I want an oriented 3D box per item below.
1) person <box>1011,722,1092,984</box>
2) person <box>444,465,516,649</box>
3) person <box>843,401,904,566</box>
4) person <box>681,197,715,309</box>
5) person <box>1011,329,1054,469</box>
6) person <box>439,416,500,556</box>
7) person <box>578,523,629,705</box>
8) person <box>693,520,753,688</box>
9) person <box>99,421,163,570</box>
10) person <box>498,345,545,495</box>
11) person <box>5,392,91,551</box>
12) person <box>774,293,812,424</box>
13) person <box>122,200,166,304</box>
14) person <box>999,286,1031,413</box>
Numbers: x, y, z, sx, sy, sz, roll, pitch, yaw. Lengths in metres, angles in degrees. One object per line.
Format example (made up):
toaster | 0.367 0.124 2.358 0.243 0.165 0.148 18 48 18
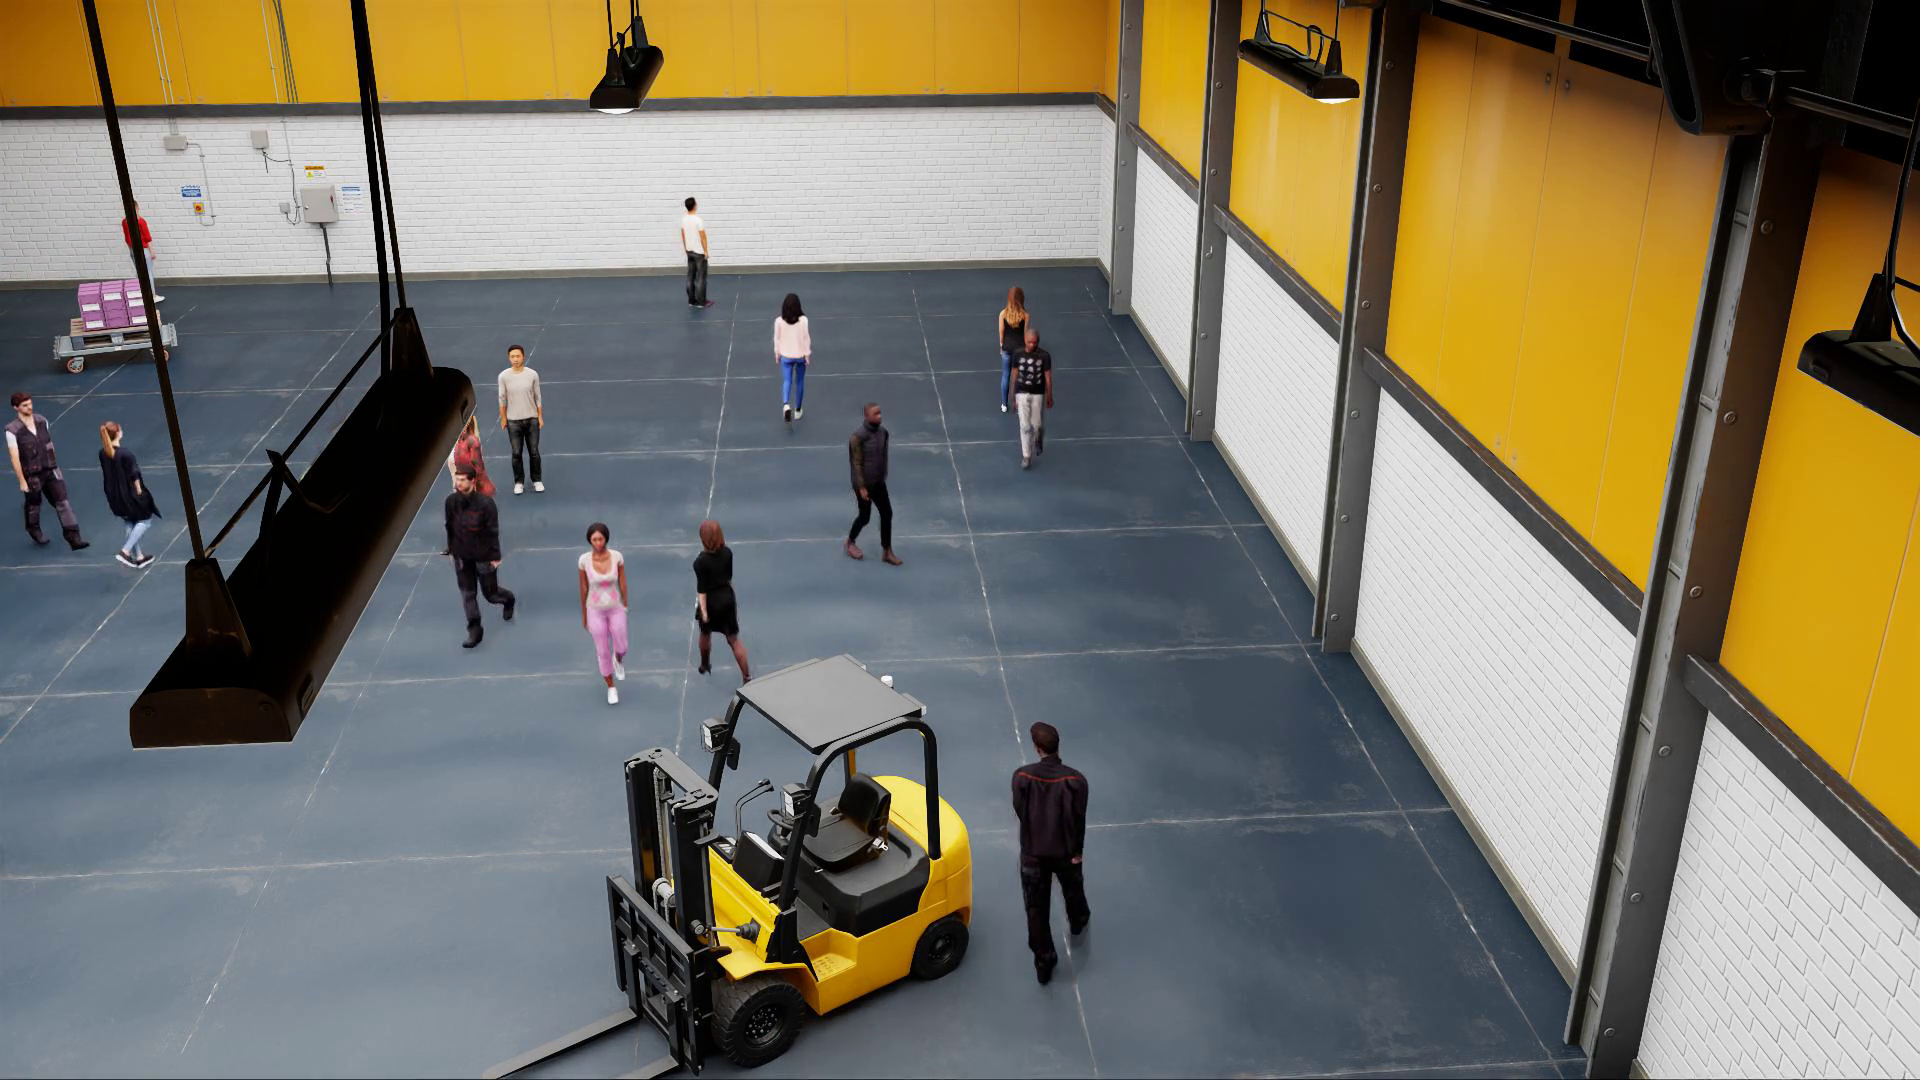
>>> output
person | 0.598 2.181 11.428 0.861 1.866 1.140 3 24 8
person | -4.681 0.118 16.205 0.909 1.821 1.102 5 24 12
person | -1.022 -0.615 17.887 1.107 1.816 1.029 20 30 38
person | -4.352 -4.732 27.321 0.713 1.804 0.744 15 28 30
person | 0.873 -1.805 20.659 0.778 1.777 0.914 4 24 8
person | -5.234 -0.642 18.123 0.977 1.676 1.021 20 31 39
person | -3.237 0.636 15.135 0.648 1.728 0.792 -6 24 -14
person | -2.149 0.646 15.193 1.009 1.664 1.156 -20 30 -37
person | -8.906 -0.434 17.649 0.788 1.675 0.889 8 25 19
person | -5.218 -1.456 19.816 0.696 1.812 0.630 -8 25 -17
person | -10.132 -0.733 18.178 1.194 1.800 1.220 14 27 29
person | -2.218 -2.376 21.996 0.722 1.751 0.999 1 24 3
person | -13.583 -4.781 27.556 0.665 1.704 0.595 4 24 9
person | 0.738 -2.575 22.490 0.648 1.721 0.605 5 24 12
